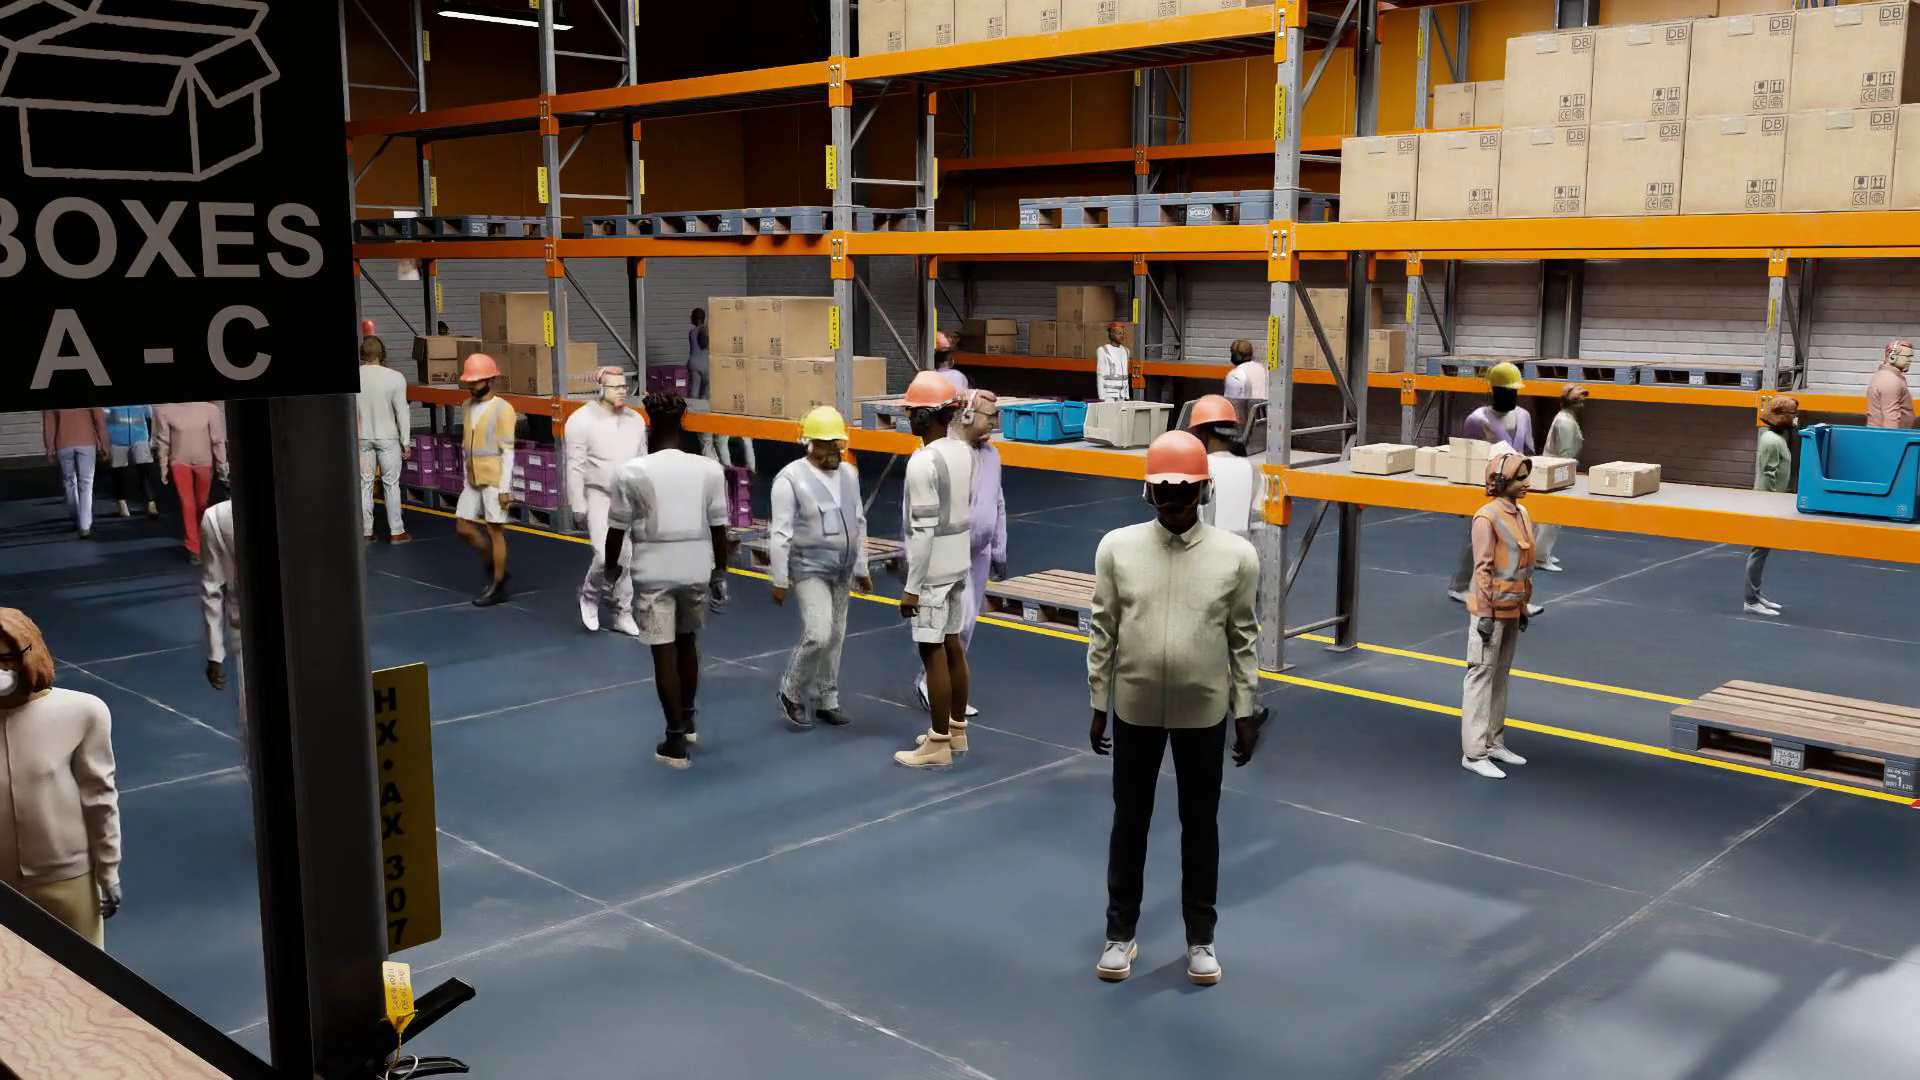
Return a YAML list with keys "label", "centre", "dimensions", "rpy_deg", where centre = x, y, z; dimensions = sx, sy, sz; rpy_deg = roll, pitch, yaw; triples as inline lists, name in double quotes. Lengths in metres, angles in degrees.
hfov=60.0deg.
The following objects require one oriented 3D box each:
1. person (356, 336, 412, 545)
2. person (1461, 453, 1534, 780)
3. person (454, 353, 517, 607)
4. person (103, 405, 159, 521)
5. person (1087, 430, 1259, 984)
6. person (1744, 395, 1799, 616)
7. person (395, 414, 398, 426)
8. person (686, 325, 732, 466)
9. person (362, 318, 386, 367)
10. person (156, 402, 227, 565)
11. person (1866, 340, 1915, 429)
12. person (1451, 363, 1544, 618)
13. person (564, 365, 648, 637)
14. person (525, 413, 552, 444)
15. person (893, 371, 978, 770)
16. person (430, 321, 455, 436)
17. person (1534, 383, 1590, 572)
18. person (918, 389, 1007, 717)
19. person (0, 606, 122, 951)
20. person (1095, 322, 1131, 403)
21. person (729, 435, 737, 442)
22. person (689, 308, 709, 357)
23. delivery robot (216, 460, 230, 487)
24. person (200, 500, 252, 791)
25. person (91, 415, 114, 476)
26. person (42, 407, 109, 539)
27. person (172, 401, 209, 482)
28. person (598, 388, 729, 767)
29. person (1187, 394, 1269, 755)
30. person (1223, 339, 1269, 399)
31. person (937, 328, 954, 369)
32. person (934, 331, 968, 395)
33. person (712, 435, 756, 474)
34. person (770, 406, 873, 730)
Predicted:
- label: "person"
  centre: [-5.410, -0.913, 15.428]
  dimensions: [0.635, 1.936, 0.353]
  rpy_deg: [0, 9, -2]
- label: "person"
  centre: [2.740, 0.372, 8.456]
  dimensions: [0.309, 1.641, 0.513]
  rpy_deg: [7, 12, 38]
- label: "person"
  centre: [-3.596, -0.453, 12.621]
  dimensions: [0.571, 1.926, 0.390]
  rpy_deg: [6, 11, 33]
- label: "person"
  centre: [-8.479, -1.017, 16.935]
  dimensions: [0.545, 1.640, 0.896]
  rpy_deg: [-7, 12, -36]
- label: "person"
  centre: [0.757, 0.601, 5.966]
  dimensions: [0.611, 1.996, 0.379]
  rpy_deg: [1, 9, 8]
- label: "person"
  centre: [6.029, -0.261, 12.361]
  dimensions: [0.268, 1.631, 0.507]
  rpy_deg: [5, 11, 29]
- label: "person"
  centre: [-6.723, -1.419, 19.231]
  dimensions: [0.638, 1.709, 0.379]
  rpy_deg: [1, 9, 7]
- label: "person"
  centre: [-2.821, -1.471, 18.883]
  dimensions: [0.651, 1.923, 0.459]
  rpy_deg: [-8, 12, -41]
- label: "person"
  centre: [-7.383, -1.785, 20.806]
  dimensions: [0.483, 1.955, 0.662]
  rpy_deg: [-8, 12, -39]
- label: "person"
  centre: [-6.787, -0.672, 14.682]
  dimensions: [0.535, 1.729, 0.881]
  rpy_deg: [-7, 11, -35]
- label: "person"
  centre: [8.597, -0.891, 15.397]
  dimensions: [0.399, 1.905, 0.643]
  rpy_deg: [3, 10, 19]
- label: "person"
  centre: [4.008, -0.373, 12.319]
  dimensions: [0.594, 1.873, 1.004]
  rpy_deg: [-6, 11, -31]
- label: "person"
  centre: [-2.402, -0.263, 11.551]
  dimensions: [0.427, 1.895, 0.667]
  rpy_deg: [8, 12, 40]
- label: "person"
  centre: [-5.225, -1.860, 20.914]
  dimensions: [0.707, 2.000, 0.990]
  rpy_deg: [-8, 12, -41]
- label: "person"
  centre: [-0.142, 0.160, 8.528]
  dimensions: [0.374, 2.044, 0.605]
  rpy_deg: [4, 10, 22]
- label: "person"
  centre: [-6.907, -1.989, 22.232]
  dimensions: [0.532, 1.870, 0.319]
  rpy_deg: [-8, 12, -41]
- label: "person"
  centre: [5.063, -0.525, 14.032]
  dimensions: [0.411, 1.610, 0.539]
  rpy_deg: [3, 10, 20]
- label: "person"
  centre: [0.019, 0.085, 9.464]
  dimensions: [0.443, 1.885, 0.673]
  rpy_deg: [8, 13, 42]
- label: "person"
  centre: [-2.662, 0.984, 4.750]
  dimensions: [0.497, 1.626, 0.282]
  rpy_deg: [-4, 10, -23]
- label: "person"
  centre: [1.974, -1.851, 21.345]
  dimensions: [0.573, 1.883, 0.353]
  rpy_deg: [-9, 13, -42]
- label: "person"
  centre: [-3.396, -2.334, 24.505]
  dimensions: [0.447, 1.813, 0.624]
  rpy_deg: [6, 11, 31]
- label: "person"
  centre: [-4.151, -2.736, 26.599]
  dimensions: [0.360, 1.938, 0.635]
  rpy_deg: [3, 10, 18]
- label: "delivery robot"
  centre: [-7.963, -0.803, 18.693]
  dimensions: [0.477, 0.478, 0.707]
  rpy_deg: [7, 12, 37]
- label: "person"
  centre: [-2.911, 0.467, 7.158]
  dimensions: [0.604, 1.870, 0.494]
  rpy_deg: [-5, 11, -30]
- label: "person"
  centre: [-10.664, -1.727, 20.461]
  dimensions: [0.570, 1.919, 0.649]
  rpy_deg: [3, 10, 20]
- label: "person"
  centre: [-8.480, -0.893, 15.987]
  dimensions: [0.532, 1.719, 0.896]
  rpy_deg: [-3, 10, -18]
- label: "person"
  centre: [-9.321, -1.591, 19.924]
  dimensions: [0.618, 1.823, 0.661]
  rpy_deg: [-7, 12, -38]
- label: "person"
  centre: [-1.570, 0.179, 8.738]
  dimensions: [0.635, 1.937, 0.780]
  rpy_deg: [-6, 11, -33]
- label: "person"
  centre: [1.392, 0.203, 8.708]
  dimensions: [0.605, 1.900, 0.742]
  rpy_deg: [-6, 11, -31]
- label: "person"
  centre: [2.910, -1.187, 17.441]
  dimensions: [0.542, 1.825, 0.662]
  rpy_deg: [8, 12, 41]
- label: "person"
  centre: [-0.253, -1.633, 20.119]
  dimensions: [0.345, 1.847, 0.506]
  rpy_deg: [4, 10, 21]
- label: "person"
  centre: [-0.107, -0.843, 14.753]
  dimensions: [0.762, 2.021, 0.620]
  rpy_deg: [9, 13, 43]
- label: "person"
  centre: [-2.922, -1.685, 20.662]
  dimensions: [0.795, 1.792, 0.649]
  rpy_deg: [0, 9, -2]
- label: "person"
  centre: [-0.754, 0.165, 9.189]
  dimensions: [0.417, 1.817, 0.606]
  rpy_deg: [7, 12, 38]
